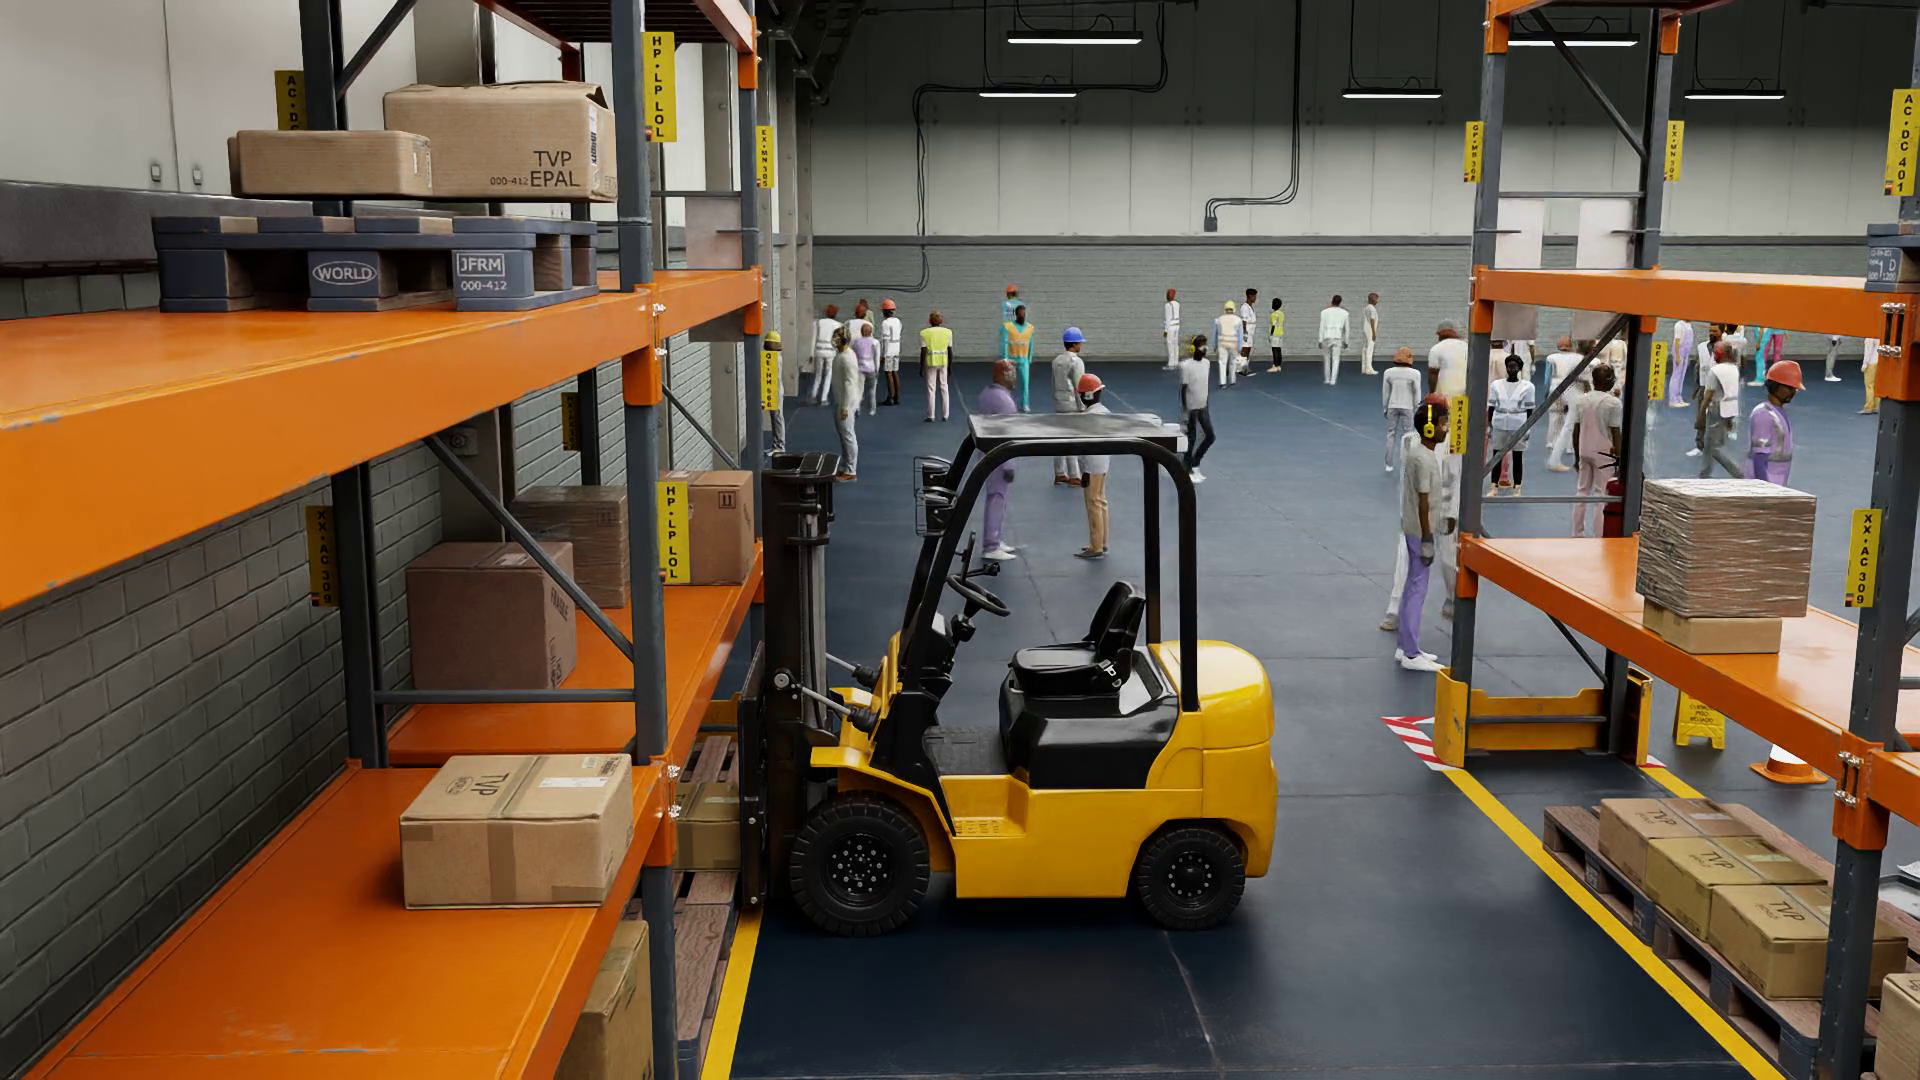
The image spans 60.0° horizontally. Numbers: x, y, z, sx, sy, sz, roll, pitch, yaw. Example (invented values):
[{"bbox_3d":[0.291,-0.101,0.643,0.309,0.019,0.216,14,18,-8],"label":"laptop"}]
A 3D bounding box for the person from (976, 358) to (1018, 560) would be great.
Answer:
[{"bbox_3d":[0.372,-0.763,15.730,0.395,1.897,0.673,-3,11,-15],"label":"person"}]

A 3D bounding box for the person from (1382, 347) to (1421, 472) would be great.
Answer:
[{"bbox_3d":[5.724,-1.682,21.563,0.502,1.633,0.280,6,12,31],"label":"person"}]

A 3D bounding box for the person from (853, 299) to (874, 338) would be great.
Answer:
[{"bbox_3d":[-2.305,-4.940,39.717,0.497,1.633,0.285,-1,10,-7],"label":"person"}]

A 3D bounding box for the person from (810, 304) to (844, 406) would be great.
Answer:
[{"bbox_3d":[-2.426,-3.382,30.448,0.622,1.843,0.470,2,10,11],"label":"person"}]

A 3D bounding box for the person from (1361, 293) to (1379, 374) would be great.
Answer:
[{"bbox_3d":[9.283,-4.666,37.615,0.344,1.841,0.507,-1,10,-6],"label":"person"}]

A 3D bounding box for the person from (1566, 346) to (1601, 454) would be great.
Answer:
[{"bbox_3d":[8.738,-2.001,23.355,0.312,1.634,0.514,-9,13,-40],"label":"person"}]

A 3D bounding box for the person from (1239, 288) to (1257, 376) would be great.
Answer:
[{"bbox_3d":[6.438,-4.646,37.181,0.377,1.958,0.602,5,11,24],"label":"person"}]

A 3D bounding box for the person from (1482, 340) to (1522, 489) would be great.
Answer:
[{"bbox_3d":[6.494,-1.617,20.188,0.612,1.997,0.375,5,11,26],"label":"person"}]

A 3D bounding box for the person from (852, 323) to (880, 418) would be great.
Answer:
[{"bbox_3d":[-1.634,-2.903,28.441,0.523,1.608,0.795,2,10,9],"label":"person"}]

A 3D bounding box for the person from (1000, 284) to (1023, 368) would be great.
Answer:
[{"bbox_3d":[1.181,-4.781,37.715,0.624,2.033,0.553,-9,14,-41],"label":"person"}]

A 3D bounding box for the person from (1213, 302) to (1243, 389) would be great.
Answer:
[{"bbox_3d":[5.448,-3.955,33.873,0.611,1.772,0.951,3,11,15],"label":"person"}]

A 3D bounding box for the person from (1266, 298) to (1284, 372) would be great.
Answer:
[{"bbox_3d":[7.249,-4.697,38.177,0.318,1.700,0.535,6,12,32],"label":"person"}]

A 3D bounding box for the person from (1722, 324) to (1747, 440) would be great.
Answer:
[{"bbox_3d":[11.607,-2.445,25.159,0.535,1.868,0.309,0,10,-2],"label":"person"}]

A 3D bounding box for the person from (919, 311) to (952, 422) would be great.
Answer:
[{"bbox_3d":[-0.397,-2.873,27.608,0.564,1.845,0.389,-3,11,-18],"label":"person"}]

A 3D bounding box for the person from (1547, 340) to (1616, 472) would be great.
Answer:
[{"bbox_3d":[8.116,-1.768,21.590,0.954,1.790,0.552,1,10,6],"label":"person"}]

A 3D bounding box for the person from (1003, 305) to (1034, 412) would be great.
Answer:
[{"bbox_3d":[1.011,-3.251,29.628,0.594,1.885,0.936,-2,10,-13],"label":"person"}]

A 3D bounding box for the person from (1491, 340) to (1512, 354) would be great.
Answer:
[{"bbox_3d":[9.935,-3.305,30.591,0.312,1.639,0.512,-2,10,-11],"label":"person"}]

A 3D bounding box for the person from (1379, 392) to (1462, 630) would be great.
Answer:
[{"bbox_3d":[3.686,-0.248,12.986,0.575,1.847,0.952,8,13,38],"label":"person"}]

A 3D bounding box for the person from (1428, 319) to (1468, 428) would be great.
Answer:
[{"bbox_3d":[6.746,-2.128,22.912,0.694,2.000,1.188,-4,11,-23],"label":"person"}]

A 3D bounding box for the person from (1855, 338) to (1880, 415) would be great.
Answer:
[{"bbox_3d":[15.815,-3.056,28.853,0.533,1.766,0.315,-7,12,-33],"label":"person"}]

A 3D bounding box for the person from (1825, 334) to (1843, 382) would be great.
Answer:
[{"bbox_3d":[18.848,-4.372,35.735,0.388,1.926,0.590,7,12,34],"label":"person"}]

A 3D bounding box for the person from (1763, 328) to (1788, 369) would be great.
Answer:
[{"bbox_3d":[18.080,-4.623,36.934,0.612,1.997,0.375,2,10,12],"label":"person"}]

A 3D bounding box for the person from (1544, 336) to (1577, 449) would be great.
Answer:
[{"bbox_3d":[8.711,-2.129,24.046,0.511,1.638,0.308,3,11,15],"label":"person"}]

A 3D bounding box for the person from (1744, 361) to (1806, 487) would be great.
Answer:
[{"bbox_3d":[6.613,-0.445,13.562,0.392,2.033,0.605,7,12,35],"label":"person"}]

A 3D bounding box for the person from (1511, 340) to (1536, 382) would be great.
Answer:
[{"bbox_3d":[9.528,-2.966,28.093,0.328,1.860,0.513,-5,11,-27],"label":"person"}]

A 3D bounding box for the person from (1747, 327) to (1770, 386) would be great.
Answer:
[{"bbox_3d":[16.612,-4.108,34.530,0.359,1.835,0.512,6,12,28],"label":"person"}]

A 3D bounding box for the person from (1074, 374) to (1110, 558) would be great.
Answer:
[{"bbox_3d":[1.238,-0.701,15.774,0.345,1.747,0.573,3,11,18],"label":"person"}]

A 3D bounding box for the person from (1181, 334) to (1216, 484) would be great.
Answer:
[{"bbox_3d":[2.938,-1.617,20.575,0.563,1.855,0.417,-8,13,-39],"label":"person"}]

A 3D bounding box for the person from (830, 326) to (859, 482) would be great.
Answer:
[{"bbox_3d":[-1.455,-1.689,20.756,0.371,1.940,0.630,-2,10,-13],"label":"person"}]

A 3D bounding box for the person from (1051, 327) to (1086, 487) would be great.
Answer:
[{"bbox_3d":[1.348,-1.620,20.337,0.395,1.949,0.602,-6,12,-29],"label":"person"}]

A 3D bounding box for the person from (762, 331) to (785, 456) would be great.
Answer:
[{"bbox_3d":[-2.622,-2.056,23.336,0.286,1.746,0.487,-3,11,-14],"label":"person"}]

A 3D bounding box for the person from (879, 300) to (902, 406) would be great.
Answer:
[{"bbox_3d":[-1.297,-3.418,30.393,0.363,1.934,0.552,5,11,27],"label":"person"}]

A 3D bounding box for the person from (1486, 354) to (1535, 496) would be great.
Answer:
[{"bbox_3d":[6.359,-1.299,19.253,0.535,1.699,0.318,5,12,28],"label":"person"}]

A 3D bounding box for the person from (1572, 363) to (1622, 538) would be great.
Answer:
[{"bbox_3d":[6.099,-0.772,15.902,0.334,1.845,0.513,-6,12,-32],"label":"person"}]

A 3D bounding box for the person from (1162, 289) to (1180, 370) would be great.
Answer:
[{"bbox_3d":[4.948,-4.929,38.963,0.358,1.882,0.574,7,12,34],"label":"person"}]

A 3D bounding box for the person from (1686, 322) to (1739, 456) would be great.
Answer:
[{"bbox_3d":[10.457,-2.094,23.067,0.394,1.920,0.587,-7,12,-35],"label":"person"}]

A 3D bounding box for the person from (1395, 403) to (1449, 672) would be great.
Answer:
[{"bbox_3d":[3.258,-0.025,11.673,0.326,1.874,0.519,1,10,8],"label":"person"}]

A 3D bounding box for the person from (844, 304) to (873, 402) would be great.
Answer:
[{"bbox_3d":[-1.909,-3.436,30.753,0.616,1.848,0.890,1,10,7],"label":"person"}]

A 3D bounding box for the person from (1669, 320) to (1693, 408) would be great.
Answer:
[{"bbox_3d":[13.045,-3.306,30.036,0.505,1.842,0.348,-10,14,-44],"label":"person"}]

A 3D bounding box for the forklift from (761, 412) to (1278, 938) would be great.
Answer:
[{"bbox_3d":[0.291,0.548,7.580,2.313,2.155,1.214,0,10,-2],"label":"forklift"}]

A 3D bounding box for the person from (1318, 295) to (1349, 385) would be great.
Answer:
[{"bbox_3d":[7.836,-4.190,34.902,0.624,1.863,1.004,2,10,13],"label":"person"}]

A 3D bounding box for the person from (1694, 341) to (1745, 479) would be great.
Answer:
[{"bbox_3d":[9.133,-1.477,19.966,0.594,1.815,0.693,-9,14,-41],"label":"person"}]
